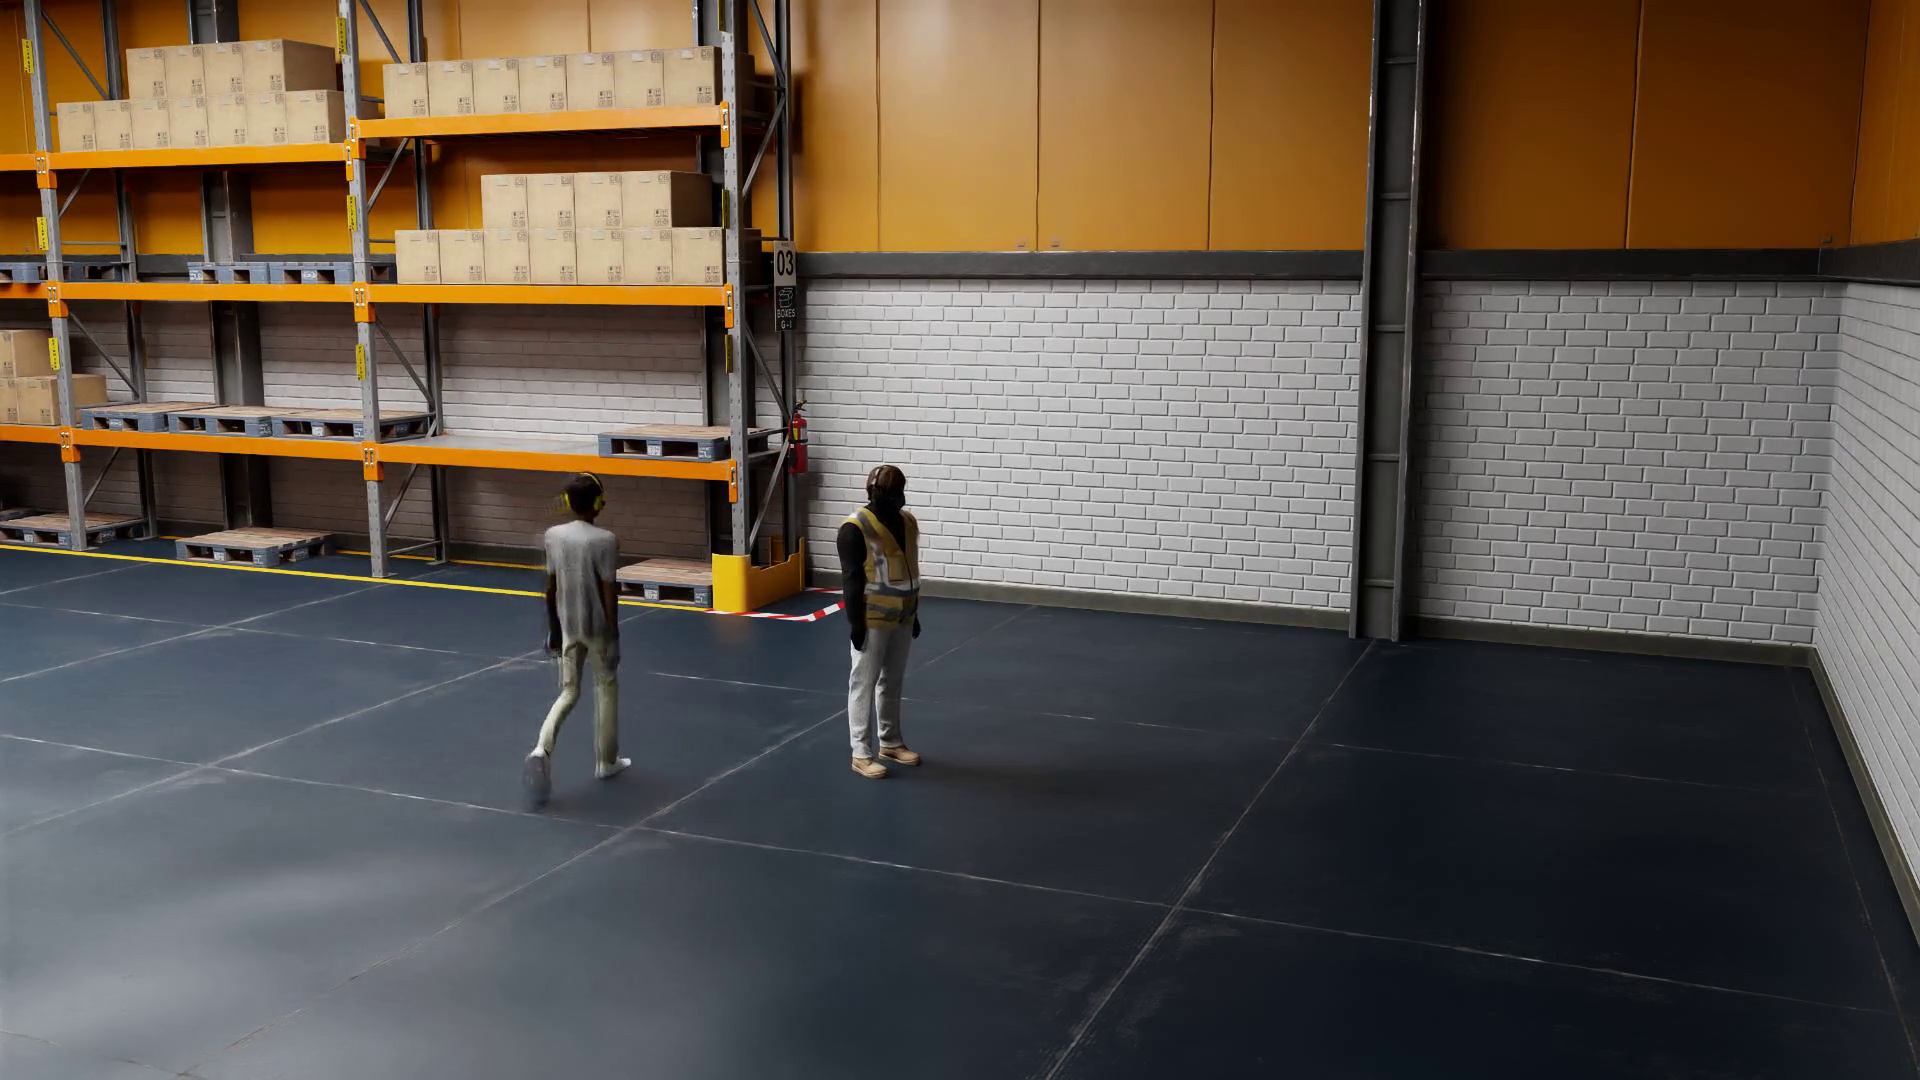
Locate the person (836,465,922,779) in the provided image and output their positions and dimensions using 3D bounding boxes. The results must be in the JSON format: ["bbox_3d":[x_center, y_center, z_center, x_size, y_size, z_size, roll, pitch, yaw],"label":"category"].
[{"bbox_3d":[-0.445,0.469,9.901,0.430,1.845,0.622,7,12,38],"label":"person"}]

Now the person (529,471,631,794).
[{"bbox_3d":[-2.198,0.530,9.557,0.520,1.844,0.800,3,10,18],"label":"person"}]
